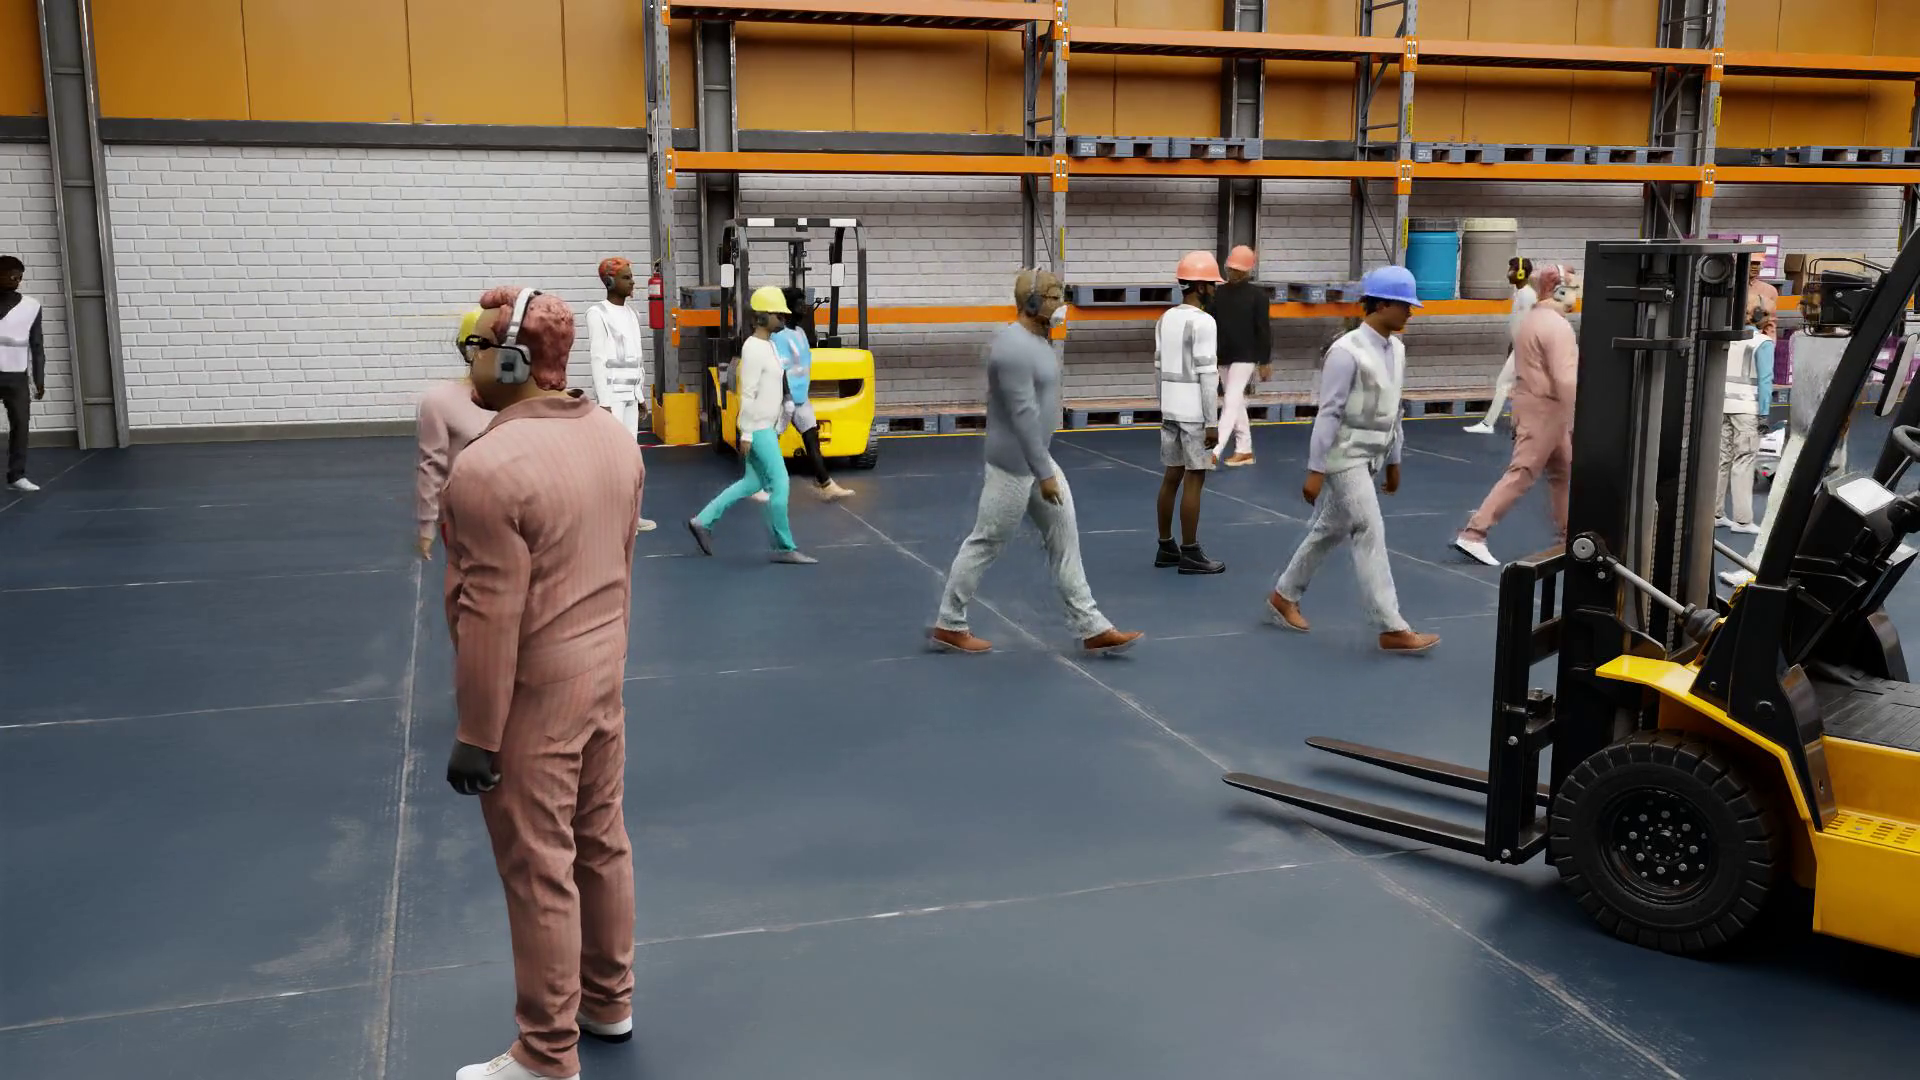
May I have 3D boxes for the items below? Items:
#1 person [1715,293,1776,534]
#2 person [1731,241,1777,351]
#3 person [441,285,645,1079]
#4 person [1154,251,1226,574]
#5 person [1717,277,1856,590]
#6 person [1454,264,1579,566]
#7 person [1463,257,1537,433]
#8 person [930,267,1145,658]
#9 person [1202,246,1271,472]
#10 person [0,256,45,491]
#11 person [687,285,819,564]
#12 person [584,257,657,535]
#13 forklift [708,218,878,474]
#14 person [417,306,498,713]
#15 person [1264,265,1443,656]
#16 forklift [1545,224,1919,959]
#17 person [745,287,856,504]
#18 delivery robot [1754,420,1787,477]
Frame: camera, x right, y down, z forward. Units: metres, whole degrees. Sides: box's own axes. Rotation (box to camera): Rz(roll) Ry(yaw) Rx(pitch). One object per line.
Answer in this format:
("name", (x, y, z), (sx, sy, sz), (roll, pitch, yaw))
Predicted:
("person", (5.358, -0.863, 11.406), (0.315, 1.639, 0.515), (-2, 11, -12))
("person", (6.931, -1.652, 14.793), (0.617, 1.990, 0.399), (1, 10, 5))
("person", (-1.005, 0.361, 3.952), (0.407, 1.913, 0.641), (3, 11, 17))
("person", (1.405, -0.764, 10.046), (0.372, 1.935, 0.551), (-5, 11, -25))
("person", (4.788, -0.573, 9.367), (1.019, 1.806, 0.530), (-5, 11, -24))
("person", (3.553, -0.757, 10.229), (0.986, 1.862, 0.651), (2, 10, 9))
("person", (5.771, -1.980, 17.050), (0.991, 1.827, 0.553), (3, 11, 17))
("person", (0.332, -0.346, 7.927), (1.045, 1.886, 0.638), (4, 11, 20))
("person", (2.314, -1.561, 14.400), (0.979, 1.931, 0.643), (-10, 14, -43))
("person", (-7.649, -1.299, 13.161), (0.749, 1.873, 0.425), (-6, 12, -29))
("person", (-1.308, -0.707, 10.309), (0.798, 1.737, 0.526), (1, 10, 4))
("person", (-2.310, -0.968, 11.309), (0.355, 1.885, 0.576), (3, 11, 16))
("forklift", (-1.522, -1.778, 14.899), (1.214, 2.155, 2.313), (-3, 11, -17))
("person", (-1.910, -0.070, 6.750), (0.503, 1.747, 0.551), (9, 14, 40))
("person", (1.928, -0.402, 8.216), (1.019, 1.891, 0.640), (8, 13, 37))
("forklift", (2.909, 0.117, 4.508), (2.313, 2.155, 1.214), (9, 14, 40))
("person", (-1.265, -1.080, 12.558), (0.889, 1.643, 0.546), (4, 11, 19))
("delivery robot", (6.629, -0.715, 13.308), (0.707, 0.478, 0.477), (-7, 13, -34))
